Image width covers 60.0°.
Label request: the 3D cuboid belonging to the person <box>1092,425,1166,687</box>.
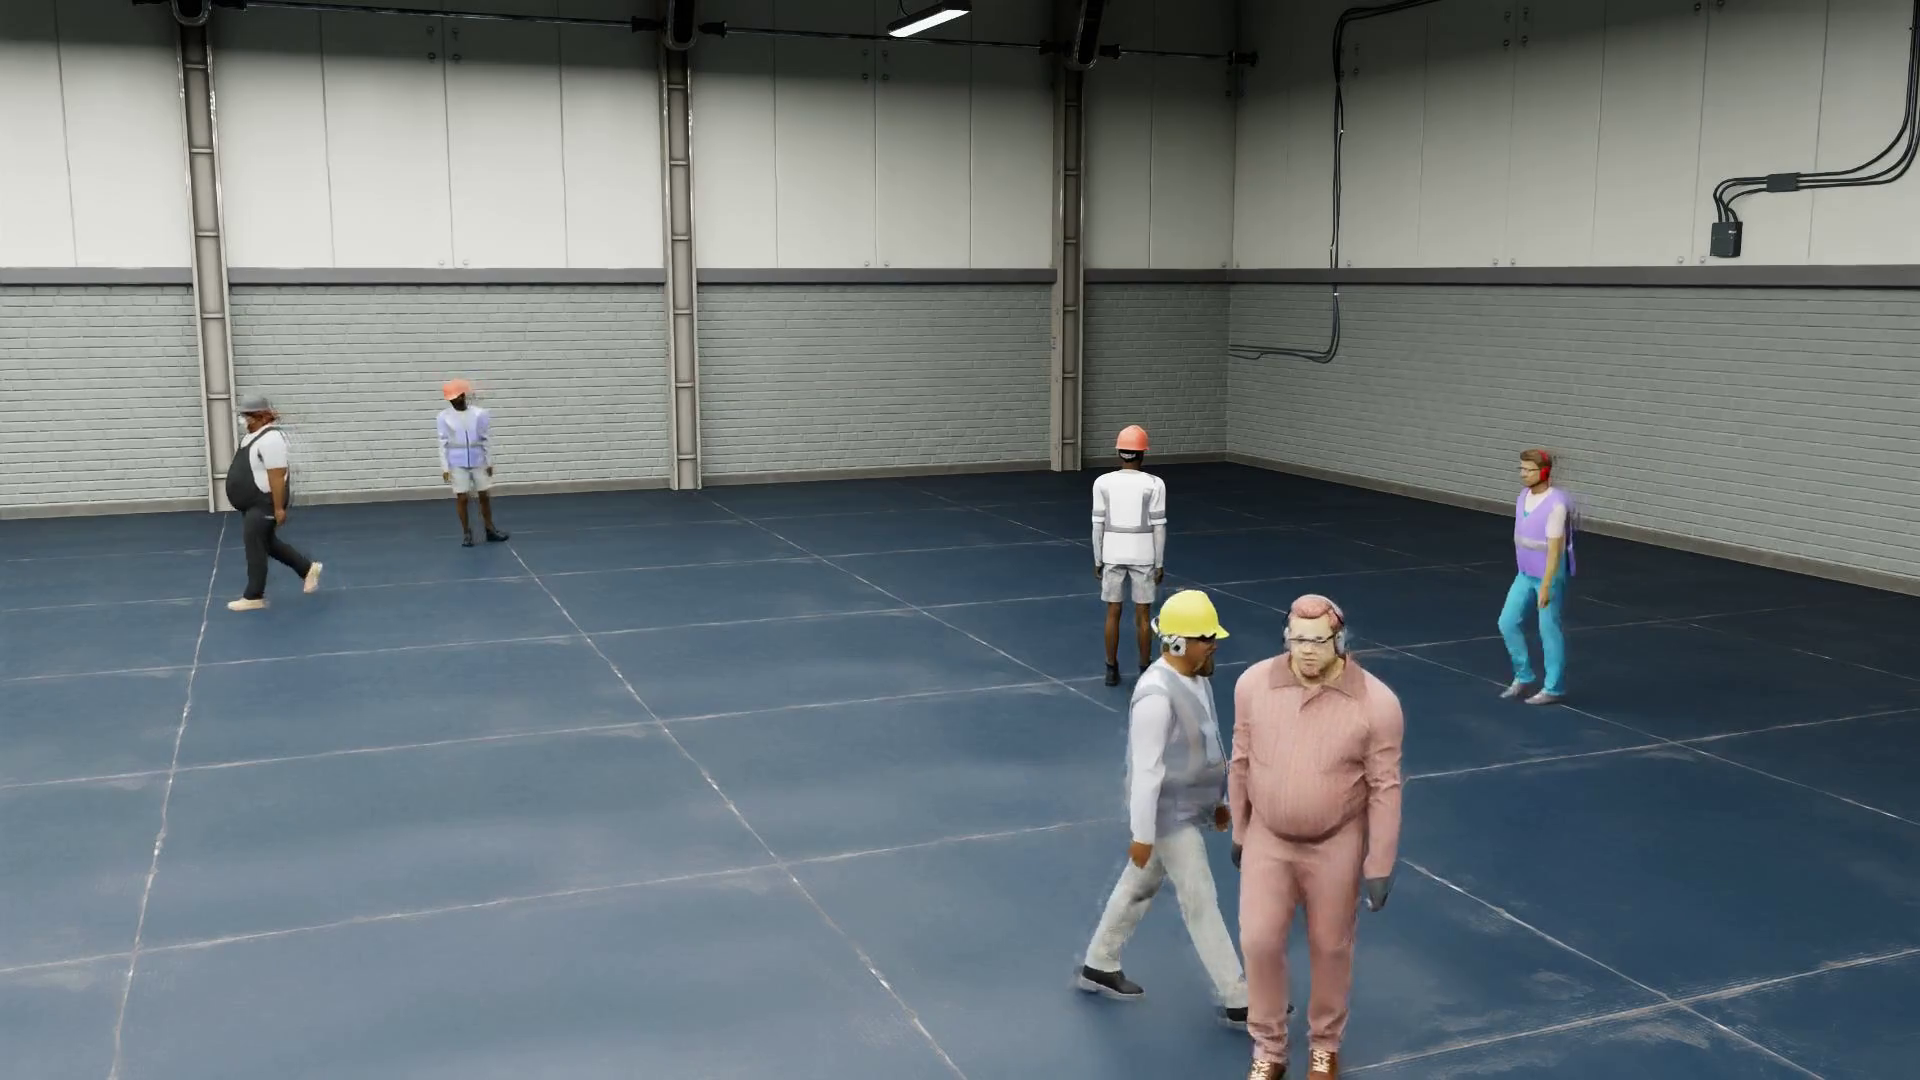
[{"bbox_3d":[1.247,0.124,12.257,0.547,1.938,0.379,3,9,17],"label":"person"}]

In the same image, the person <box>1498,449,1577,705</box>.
[{"bbox_3d":[4.048,0.274,11.675,0.548,1.825,0.579,-3,9,-16],"label":"person"}]

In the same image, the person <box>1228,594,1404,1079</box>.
[{"bbox_3d":[1.264,1.134,6.082,0.660,1.882,0.622,4,10,24],"label":"person"}]

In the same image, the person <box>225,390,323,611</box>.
[{"bbox_3d":[-6.301,-0.397,15.207,0.811,2.000,0.685,-6,11,-33],"label":"person"}]

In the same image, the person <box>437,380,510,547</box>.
[{"bbox_3d":[-5.452,-0.857,18.590,0.735,1.884,0.435,-6,11,-32],"label":"person"}]

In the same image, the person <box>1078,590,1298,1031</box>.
[{"bbox_3d":[0.904,1.076,6.769,0.950,1.785,0.605,3,10,21],"label":"person"}]
